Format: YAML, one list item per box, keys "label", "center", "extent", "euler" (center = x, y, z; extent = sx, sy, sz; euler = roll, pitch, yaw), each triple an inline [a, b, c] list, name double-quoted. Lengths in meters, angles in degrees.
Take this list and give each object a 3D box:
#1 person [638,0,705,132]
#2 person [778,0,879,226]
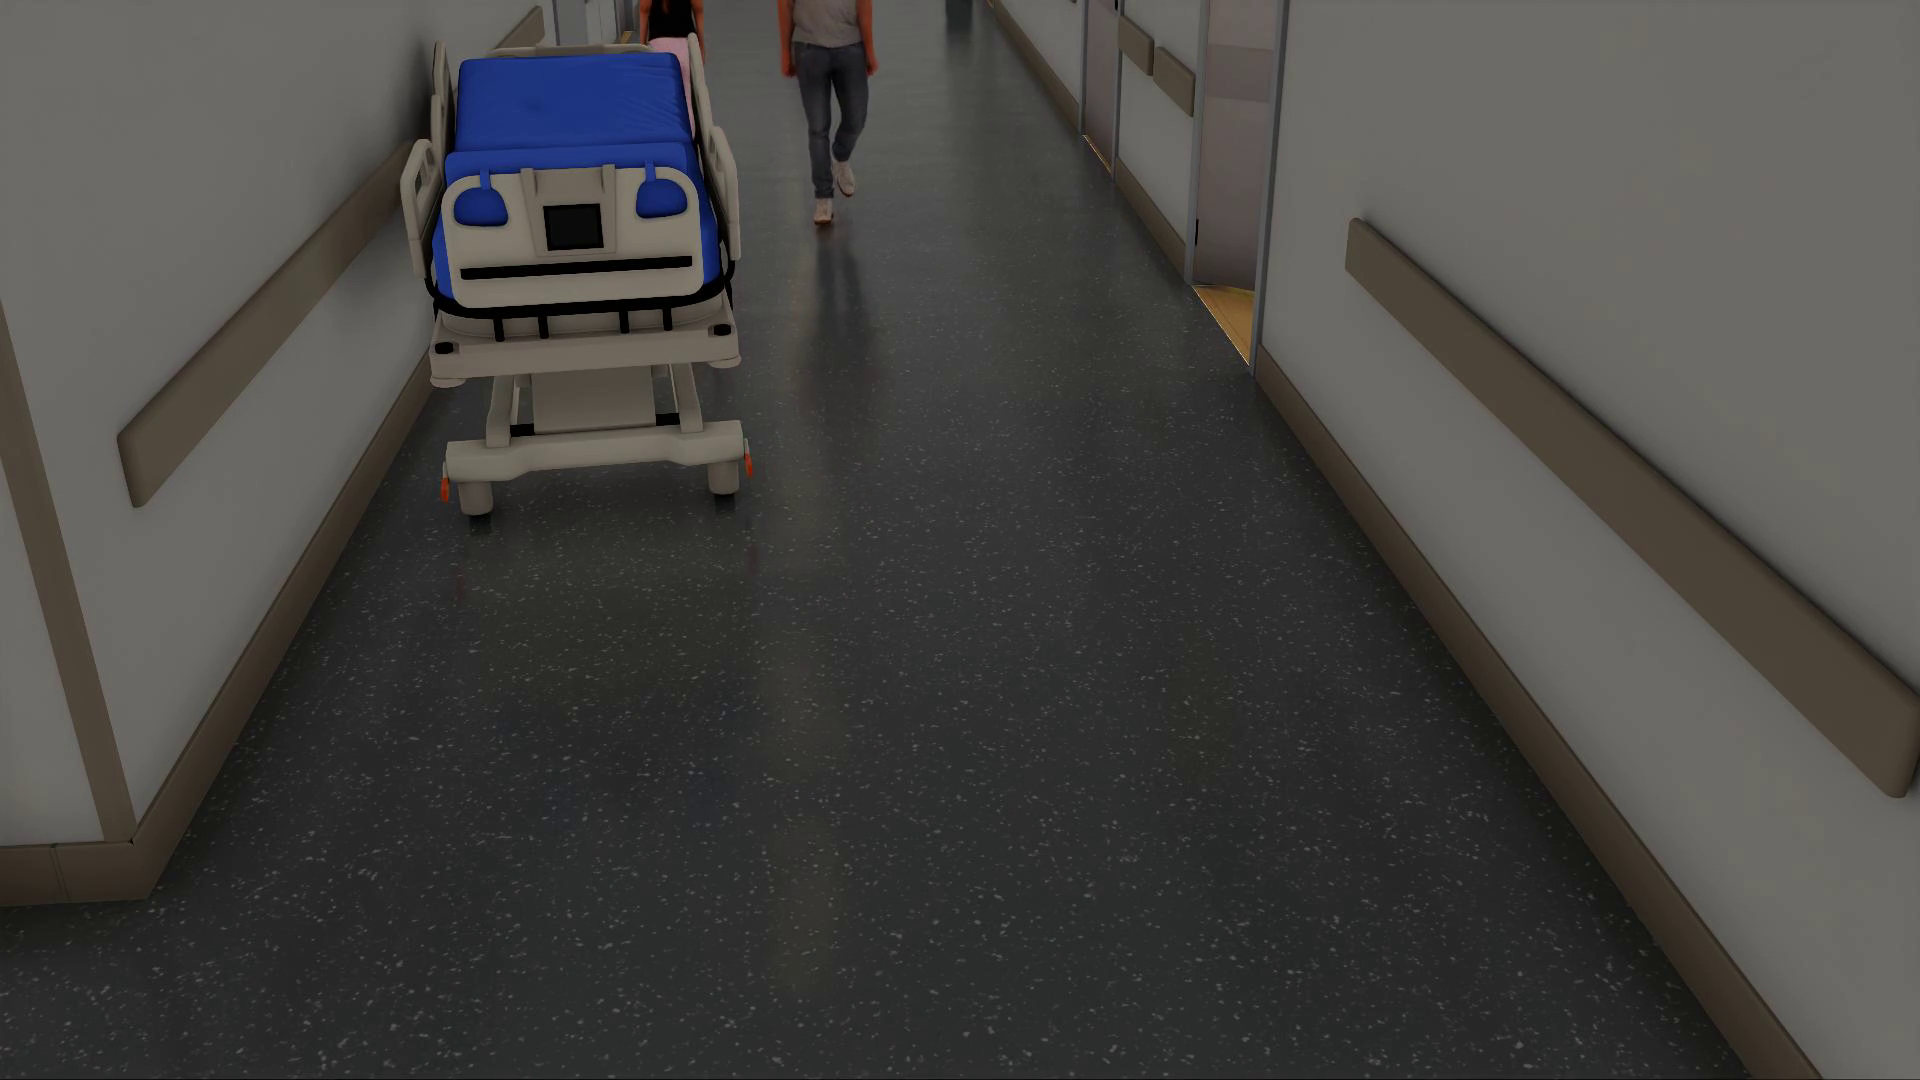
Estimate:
- label: "person"
  center: [-1.671, -2.826, 9.767]
  extent: [1.041, 1.526, 0.823]
  euler: [-11, 28, -22]
- label: "person"
  center: [-0.722, -2.709, 9.111]
  extent: [0.787, 1.884, 0.752]
  euler: [-3, 26, -7]
